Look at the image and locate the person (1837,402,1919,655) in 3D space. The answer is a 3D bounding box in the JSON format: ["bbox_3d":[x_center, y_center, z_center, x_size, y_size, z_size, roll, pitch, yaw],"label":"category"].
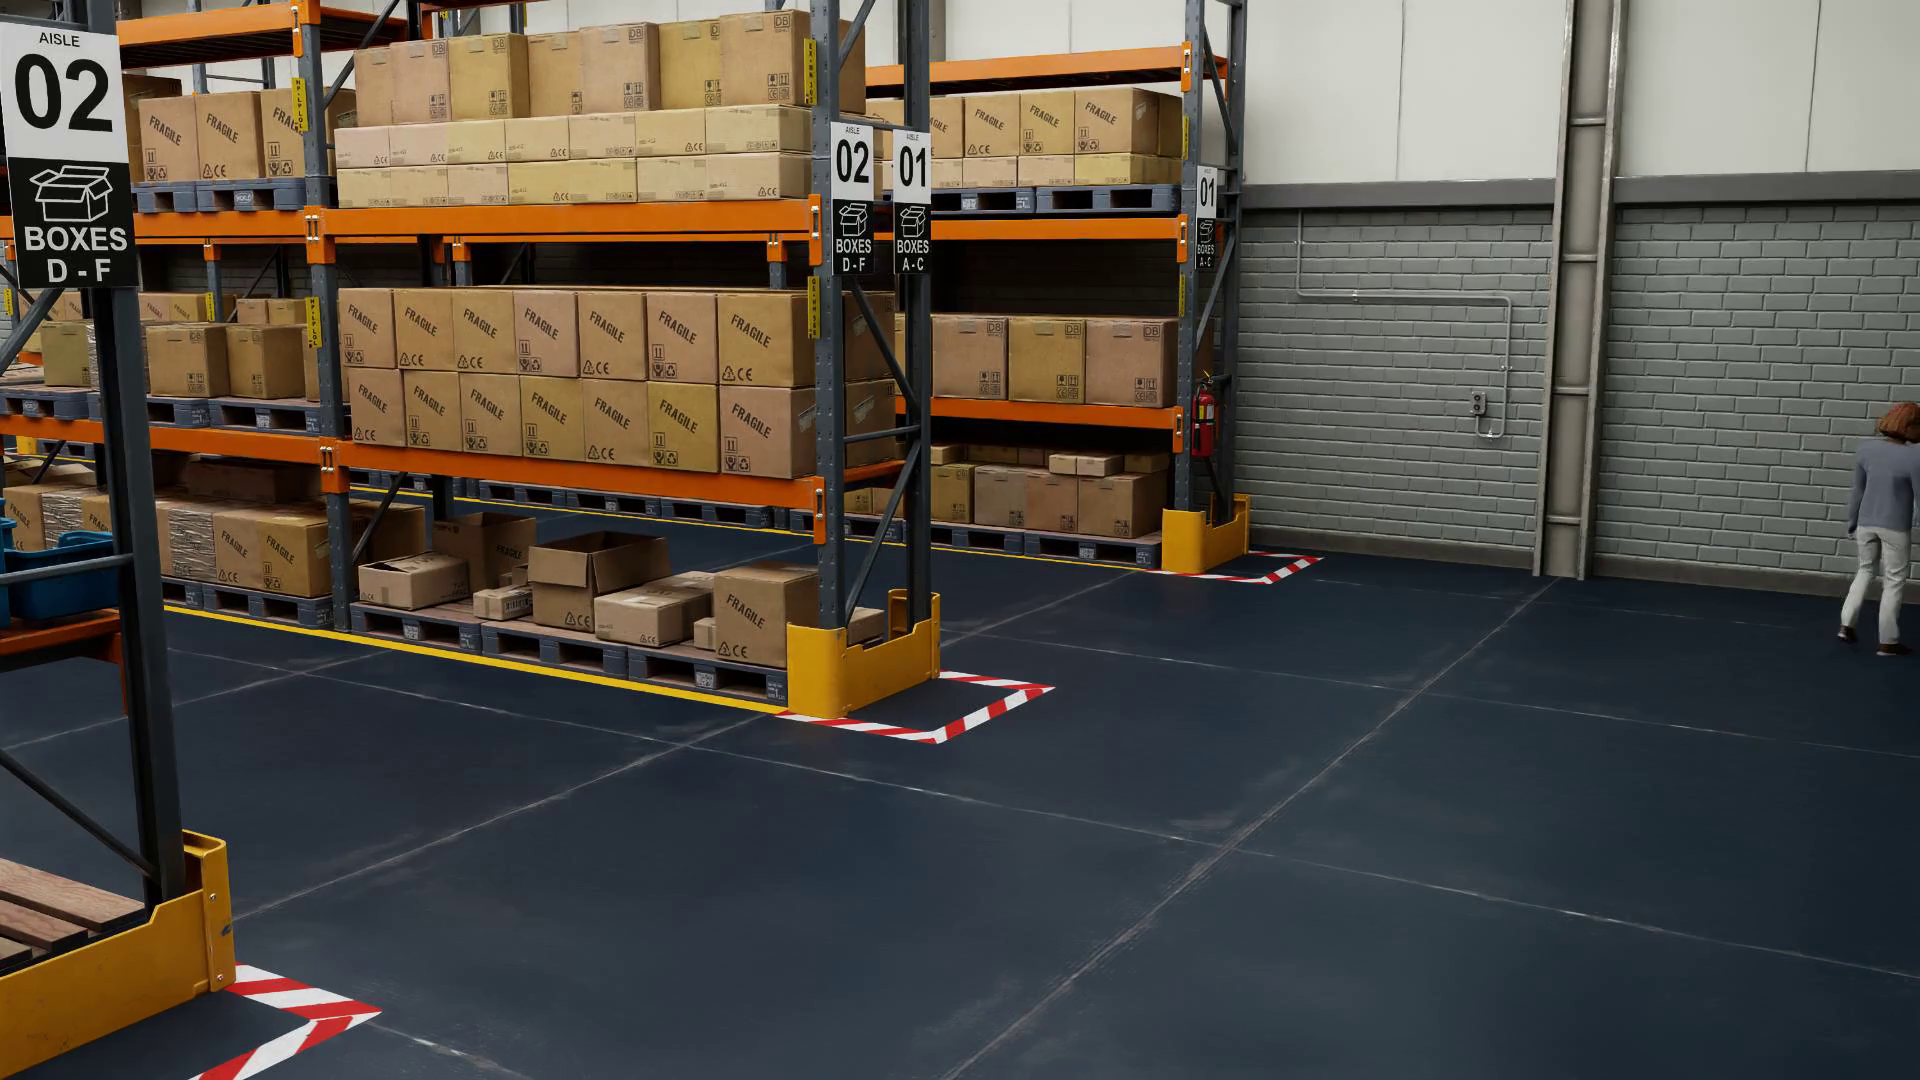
[{"bbox_3d":[5.898,-0.068,10.546,0.340,1.625,0.554,-4,11,-24],"label":"person"}]
